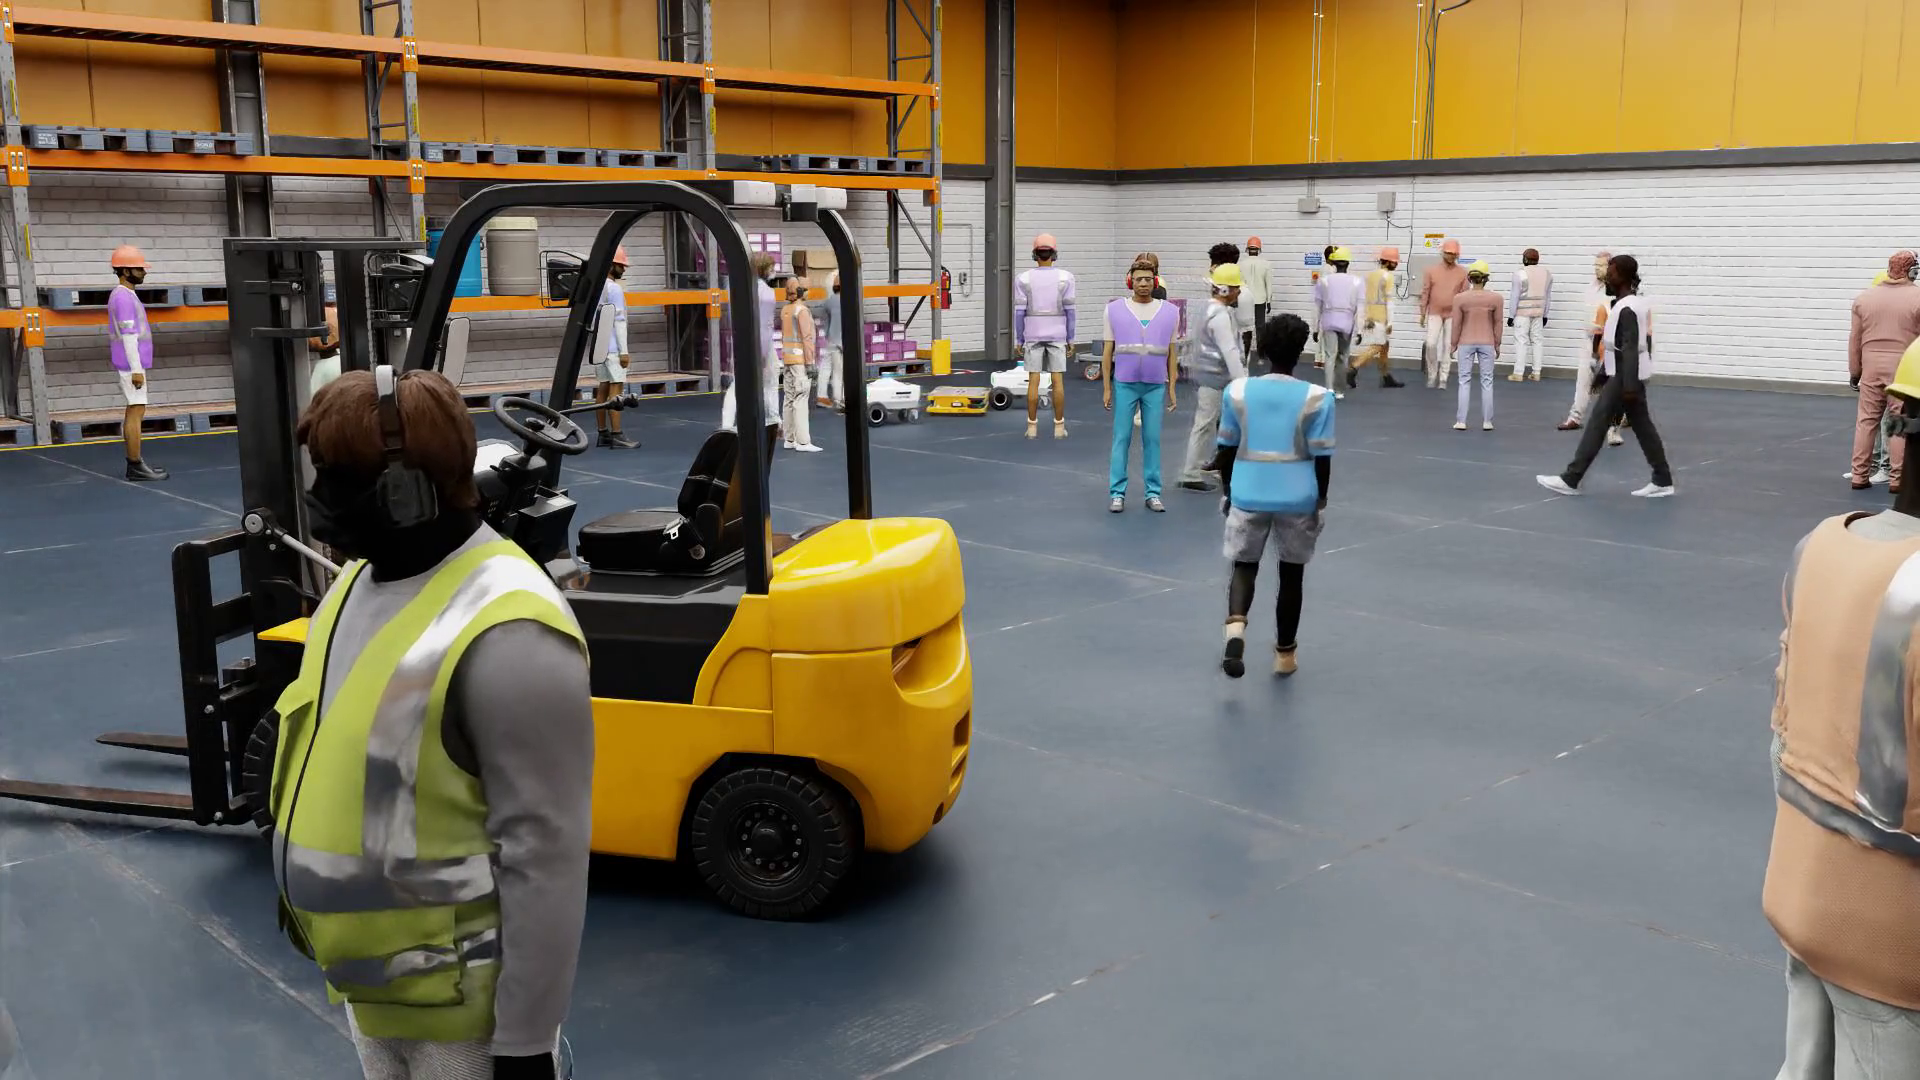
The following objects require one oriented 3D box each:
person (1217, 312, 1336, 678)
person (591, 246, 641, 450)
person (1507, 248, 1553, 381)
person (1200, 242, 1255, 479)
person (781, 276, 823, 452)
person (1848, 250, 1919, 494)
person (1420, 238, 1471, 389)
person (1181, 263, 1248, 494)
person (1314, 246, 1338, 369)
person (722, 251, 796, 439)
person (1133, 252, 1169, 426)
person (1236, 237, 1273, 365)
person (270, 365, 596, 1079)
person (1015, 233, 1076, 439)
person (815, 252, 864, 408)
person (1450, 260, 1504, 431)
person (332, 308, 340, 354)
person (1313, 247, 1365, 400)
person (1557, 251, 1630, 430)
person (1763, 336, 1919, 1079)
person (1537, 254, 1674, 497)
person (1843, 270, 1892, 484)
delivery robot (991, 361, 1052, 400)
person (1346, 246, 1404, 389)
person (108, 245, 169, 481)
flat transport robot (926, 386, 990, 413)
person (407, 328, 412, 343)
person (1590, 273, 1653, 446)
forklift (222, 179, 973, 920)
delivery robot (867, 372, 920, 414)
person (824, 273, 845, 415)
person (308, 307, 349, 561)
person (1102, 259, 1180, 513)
[{"bbox_3d":[1.403,-0.174,7.457,0.544,1.681,0.591,4,11,20],"label":"person"},{"bbox_3d":[-3.294,-1.825,15.801,0.374,1.929,0.542,-8,13,-38],"label":"person"},{"bbox_3d":[7.902,-3.129,23.153,0.634,1.841,0.429,-3,11,-14],"label":"person"},{"bbox_3d":[2.229,-1.493,13.896,0.369,1.963,0.609,-3,11,-18],"label":"person"},{"bbox_3d":[-1.514,-1.643,15.592,0.310,1.642,0.514,-6,12,-31],"label":"person"},{"bbox_3d":[7.362,-1.322,13.119,0.405,1.906,0.653,-8,13,-37],"label":"person"},{"bbox_3d":[6.345,-2.948,21.762,0.632,1.978,0.573,3,11,15],"label":"person"},{"bbox_3d":[2.155,-1.242,12.951,0.865,1.794,0.609,1,10,6],"label":"person"},{"bbox_3d":[5.608,-3.542,25.343,0.326,1.865,0.518,-2,11,-11],"label":"person"},{"bbox_3d":[-1.989,-1.864,16.193,0.647,1.874,0.980,9,14,39],"label":"person"},{"bbox_3d":[2.004,-2.142,17.781,0.430,1.840,0.620,-1,10,-5],"label":"person"},{"bbox_3d":[4.570,-3.724,25.975,0.608,1.995,0.377,1,10,8],"label":"person"},{"bbox_3d":[-0.794,0.656,2.525,0.430,1.840,0.622,-9,14,-40],"label":"person"},{"bbox_3d":[0.844,-2.017,16.540,0.608,2.043,0.374,1,10,4],"label":"person"},{"bbox_3d":[-1.356,-2.486,19.581,0.636,1.874,1.058,8,13,36],"label":"person"},{"bbox_3d":[5.356,-2.011,17.276,0.523,1.763,0.329,2,11,11],"label":"person"},{"bbox_3d":[-5.724,-1.639,15.664,0.517,1.606,0.747,-8,13,-36],"label":"person"},{"bbox_3d":[4.601,-2.618,20.236,0.597,1.887,0.945,3,11,14],"label":"person"},{"bbox_3d":[6.745,-2.069,17.346,0.985,1.861,0.653,-6,12,-30],"label":"person"},{"bbox_3d":[1.449,0.610,2.558,0.382,1.917,0.585,1,10,3],"label":"person"},{"bbox_3d":[5.090,-1.259,12.876,1.019,1.870,0.587,5,11,24],"label":"person"},{"bbox_3d":[7.531,-1.332,13.617,0.318,1.742,0.492,0,10,0],"label":"person"},{"bbox_3d":[0.721,-1.843,19.394,0.707,0.478,0.477,1,10,5],"label":"delivery robot"},{"bbox_3d":[5.470,-2.925,21.916,0.908,1.898,0.580,-3,11,-14],"label":"person"},{"bbox_3d":[-6.812,-1.454,13.756,0.357,1.937,0.550,-6,12,-28],"label":"person"},{"bbox_3d":[0.005,-1.630,19.259,0.652,0.197,1.431,1,10,5],"label":"flat transport robot"},{"bbox_3d":[-4.450,-1.238,12.865,0.533,1.829,0.680,0,10,0],"label":"person"},{"bbox_3d":[6.364,-1.719,15.901,0.557,1.671,0.742,0,10,0],"label":"person"},{"bbox_3d":[-1.114,-0.058,5.440,2.313,2.155,1.214,2,11,13],"label":"forklift"},{"bbox_3d":[-0.788,-1.551,17.802,0.707,0.478,0.477,-5,12,-27],"label":"delivery robot"},{"bbox_3d":[-1.314,-2.216,18.768,0.515,1.618,0.325,5,12,27],"label":"person"},{"bbox_3d":[-3.478,-0.469,9.212,0.280,1.633,0.500,-6,12,-28],"label":"person"},{"bbox_3d":[1.319,-1.123,12.199,0.567,1.846,0.389,-1,10,-5],"label":"person"}]
